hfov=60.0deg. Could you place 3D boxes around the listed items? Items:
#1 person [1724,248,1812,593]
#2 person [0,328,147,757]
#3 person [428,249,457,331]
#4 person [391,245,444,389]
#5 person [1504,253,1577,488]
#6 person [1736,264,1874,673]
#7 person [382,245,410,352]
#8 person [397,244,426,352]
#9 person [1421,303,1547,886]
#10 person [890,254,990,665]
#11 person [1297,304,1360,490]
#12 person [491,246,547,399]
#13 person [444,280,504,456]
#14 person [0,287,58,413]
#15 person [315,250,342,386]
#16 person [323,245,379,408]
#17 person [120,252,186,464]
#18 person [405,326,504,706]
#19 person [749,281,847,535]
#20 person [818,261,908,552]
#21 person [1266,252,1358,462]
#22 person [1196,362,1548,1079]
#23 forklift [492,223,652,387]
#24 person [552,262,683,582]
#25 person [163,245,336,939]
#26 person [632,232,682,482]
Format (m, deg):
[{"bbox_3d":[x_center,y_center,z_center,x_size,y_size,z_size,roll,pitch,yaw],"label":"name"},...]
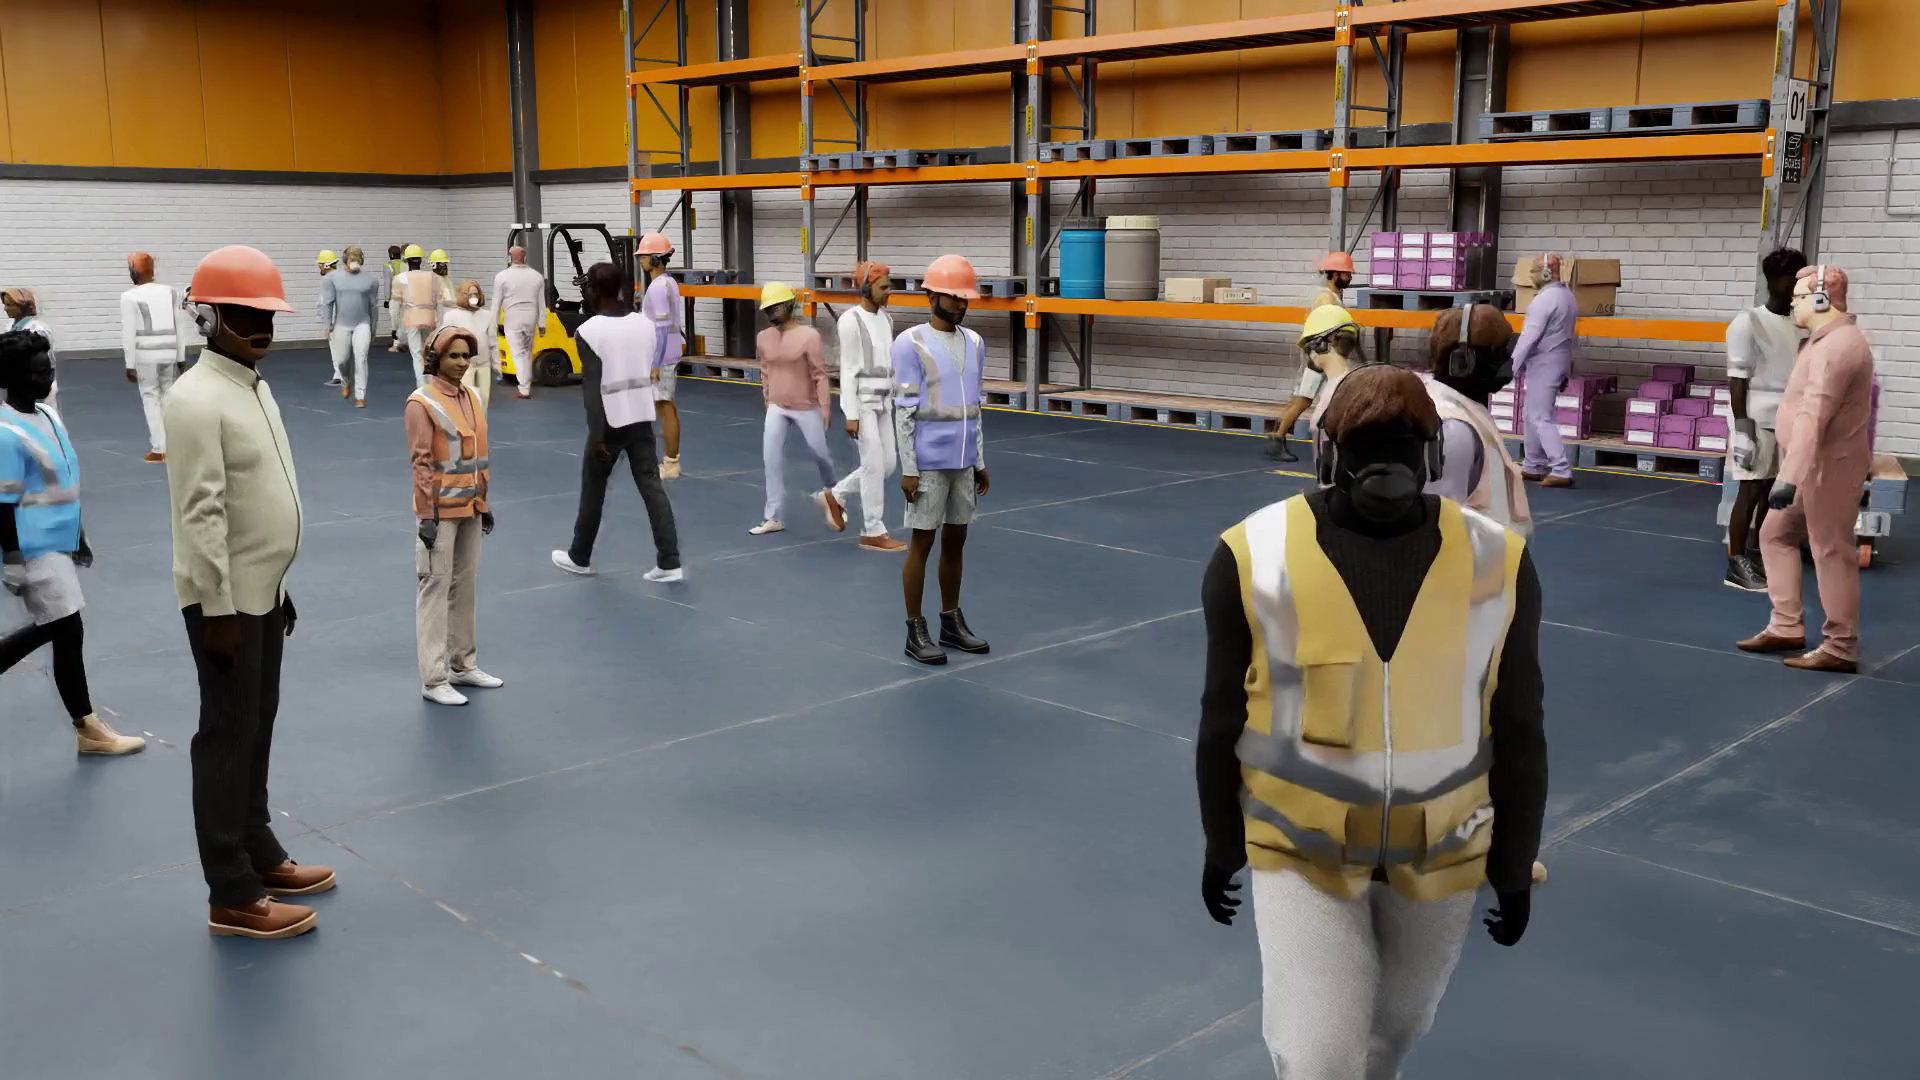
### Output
[{"bbox_3d":[4.623,-0.668,9.504,0.644,1.948,0.422,-5,11,-24],"label":"person"},{"bbox_3d":[-3.609,0.027,6.385,0.736,1.675,0.534,-2,11,-12],"label":"person"},{"bbox_3d":[-6.943,-2.968,22.295,0.404,1.831,0.600,2,11,12],"label":"person"},{"bbox_3d":[-6.661,-2.643,20.345,0.589,1.906,0.651,-9,14,-40],"label":"person"},{"bbox_3d":[4.717,-1.355,13.397,0.628,1.885,0.663,7,13,35],"label":"person"},{"bbox_3d":[3.935,-0.326,7.753,0.669,1.882,0.662,5,11,23],"label":"person"},{"bbox_3d":[-9.818,-4.212,29.055,0.430,1.843,0.626,6,12,32],"label":"person"},{"bbox_3d":[-9.577,-4.208,28.986,0.637,1.855,1.058,1,10,8],"label":"person"},{"bbox_3d":[1.480,0.168,5.237,0.733,1.822,0.631,3,11,18],"label":"person"},{"bbox_3d":[-0.066,-0.384,7.933,0.543,1.934,0.362,-10,14,-43],"label":"person"},{"bbox_3d":[1.660,-0.135,7.128,0.523,1.726,0.541,4,11,21],"label":"person"},{"bbox_3d":[-5.561,-2.712,20.784,0.648,1.882,0.791,-9,14,-41],"label":"person"},{"bbox_3d":[-4.433,-1.564,15.222,0.505,1.624,0.338,-10,14,-44],"label":"person"},{"bbox_3d":[-7.101,-1.106,12.674,0.554,1.620,0.486,7,13,34],"label":"person"},{"bbox_3d":[-8.486,-3.004,22.522,0.403,1.826,0.596,-2,11,-9],"label":"person"},{"bbox_3d":[-7.192,-2.532,19.706,0.644,1.913,0.708,-4,11,-22],"label":"person"},{"bbox_3d":[-7.104,-1.595,14.682,0.450,1.874,0.585,5,11,25],"label":"person"},{"bbox_3d":[-2.212,-0.112,7.258,0.314,1.636,0.517,3,11,15],"label":"person"},{"bbox_3d":[-1.114,-0.928,11.469,0.557,1.721,0.842,4,11,23],"label":"person"},{"bbox_3d":[-0.640,-0.860,10.720,0.638,1.864,0.579,5,12,27],"label":"person"},{"bbox_3d":[3.220,-1.597,14.722,1.037,1.889,0.550,6,12,29],"label":"person"},{"bbox_3d":[0.765,0.559,3.158,0.631,1.812,0.924,1,10,3],"label":"person"},{"bbox_3d":[-5.316,-3.263,22.920,2.313,2.155,1.214,-10,14,-44],"label":"forklift"},{"bbox_3d":[-2.010,-0.688,9.780,0.993,1.868,0.598,9,13,39],"label":"person"},{"bbox_3d":[-2.085,0.148,4.869,0.392,1.991,0.612,-1,10,-7],"label":"person"},{"bbox_3d":[-2.484,-1.500,13.717,0.377,2.044,0.608,-1,10,-3],"label":"person"}]
